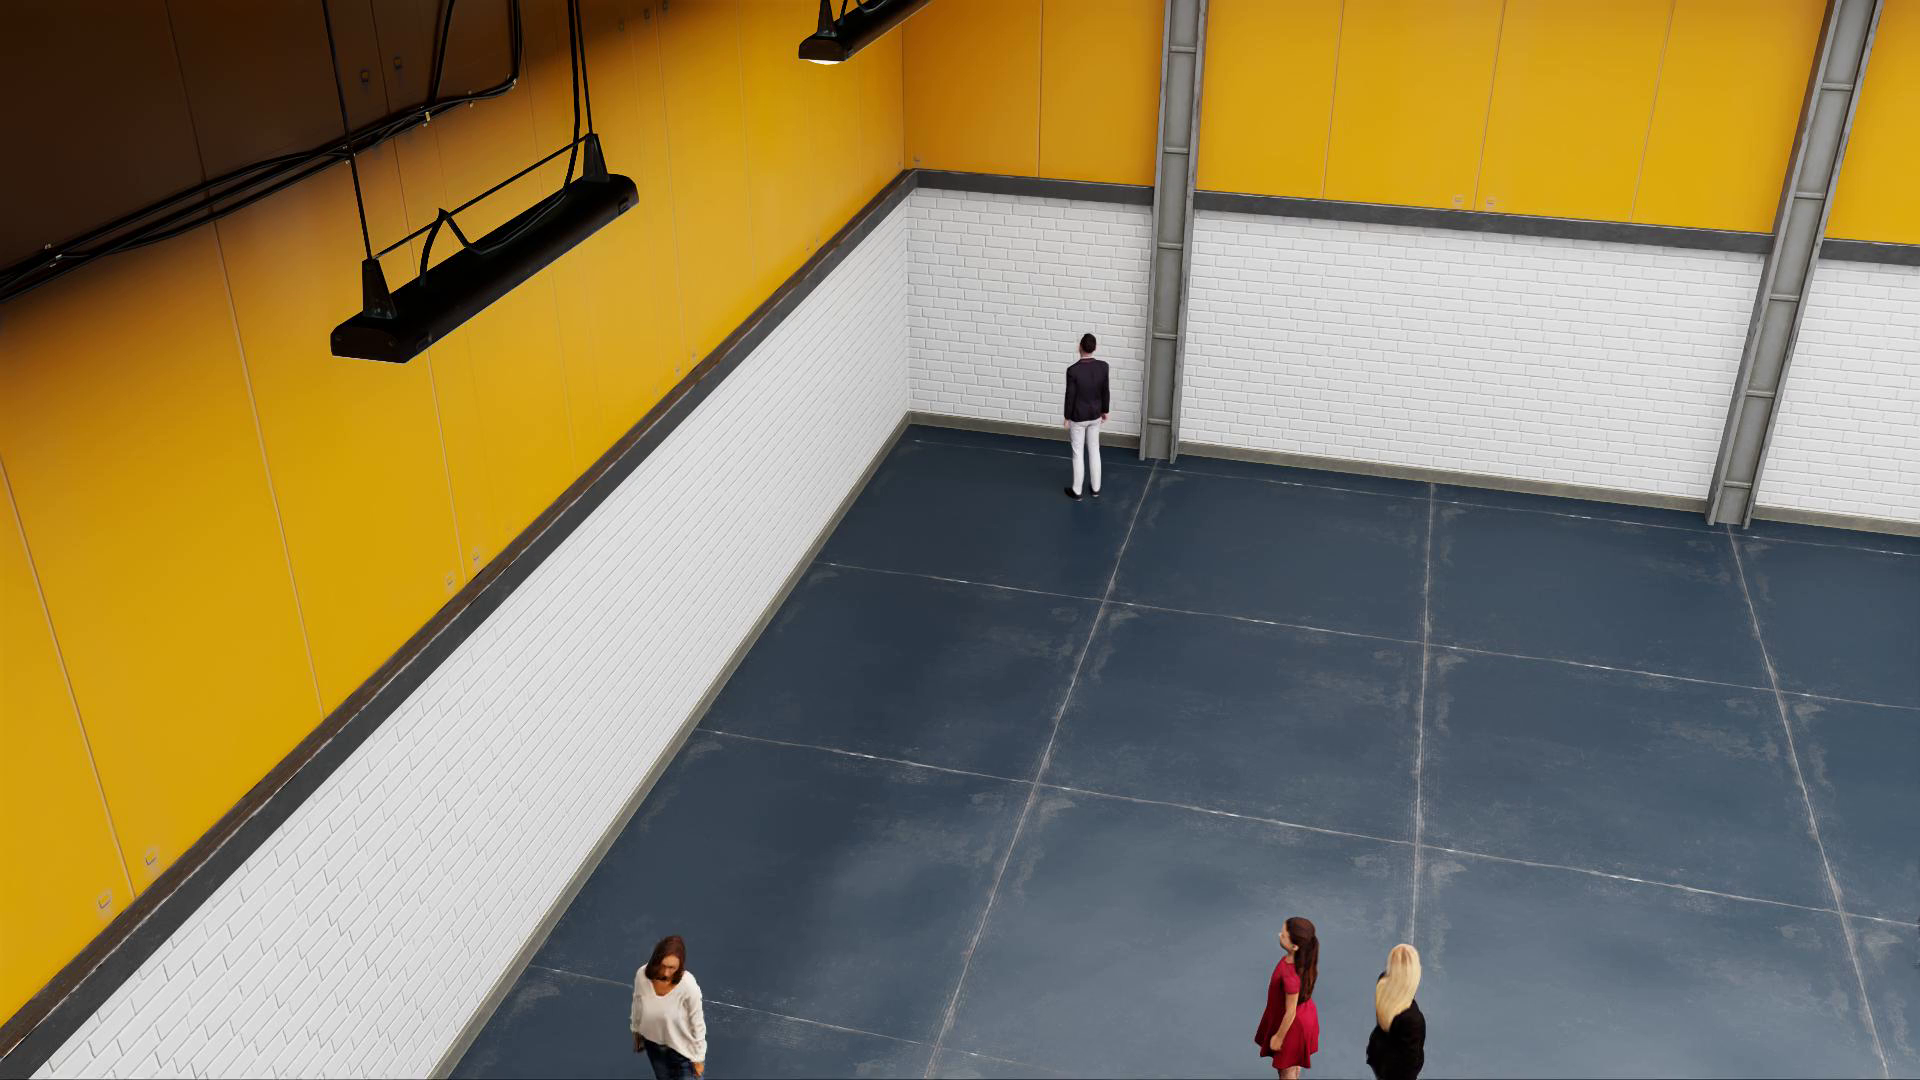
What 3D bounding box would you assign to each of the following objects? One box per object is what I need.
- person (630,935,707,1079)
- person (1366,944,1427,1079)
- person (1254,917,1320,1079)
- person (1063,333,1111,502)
[{"bbox_3d":[-1.696,2.989,9.840,0.565,1.672,0.761,20,34,32],"label":"person"},{"bbox_3d":[2.396,3.080,9.521,0.986,1.817,0.869,-5,29,-10],"label":"person"},{"bbox_3d":[2.013,2.913,10.116,0.624,1.540,0.564,11,30,19],"label":"person"},{"bbox_3d":[1.320,-1.301,17.525,0.680,1.842,0.796,-9,30,-17],"label":"person"}]
